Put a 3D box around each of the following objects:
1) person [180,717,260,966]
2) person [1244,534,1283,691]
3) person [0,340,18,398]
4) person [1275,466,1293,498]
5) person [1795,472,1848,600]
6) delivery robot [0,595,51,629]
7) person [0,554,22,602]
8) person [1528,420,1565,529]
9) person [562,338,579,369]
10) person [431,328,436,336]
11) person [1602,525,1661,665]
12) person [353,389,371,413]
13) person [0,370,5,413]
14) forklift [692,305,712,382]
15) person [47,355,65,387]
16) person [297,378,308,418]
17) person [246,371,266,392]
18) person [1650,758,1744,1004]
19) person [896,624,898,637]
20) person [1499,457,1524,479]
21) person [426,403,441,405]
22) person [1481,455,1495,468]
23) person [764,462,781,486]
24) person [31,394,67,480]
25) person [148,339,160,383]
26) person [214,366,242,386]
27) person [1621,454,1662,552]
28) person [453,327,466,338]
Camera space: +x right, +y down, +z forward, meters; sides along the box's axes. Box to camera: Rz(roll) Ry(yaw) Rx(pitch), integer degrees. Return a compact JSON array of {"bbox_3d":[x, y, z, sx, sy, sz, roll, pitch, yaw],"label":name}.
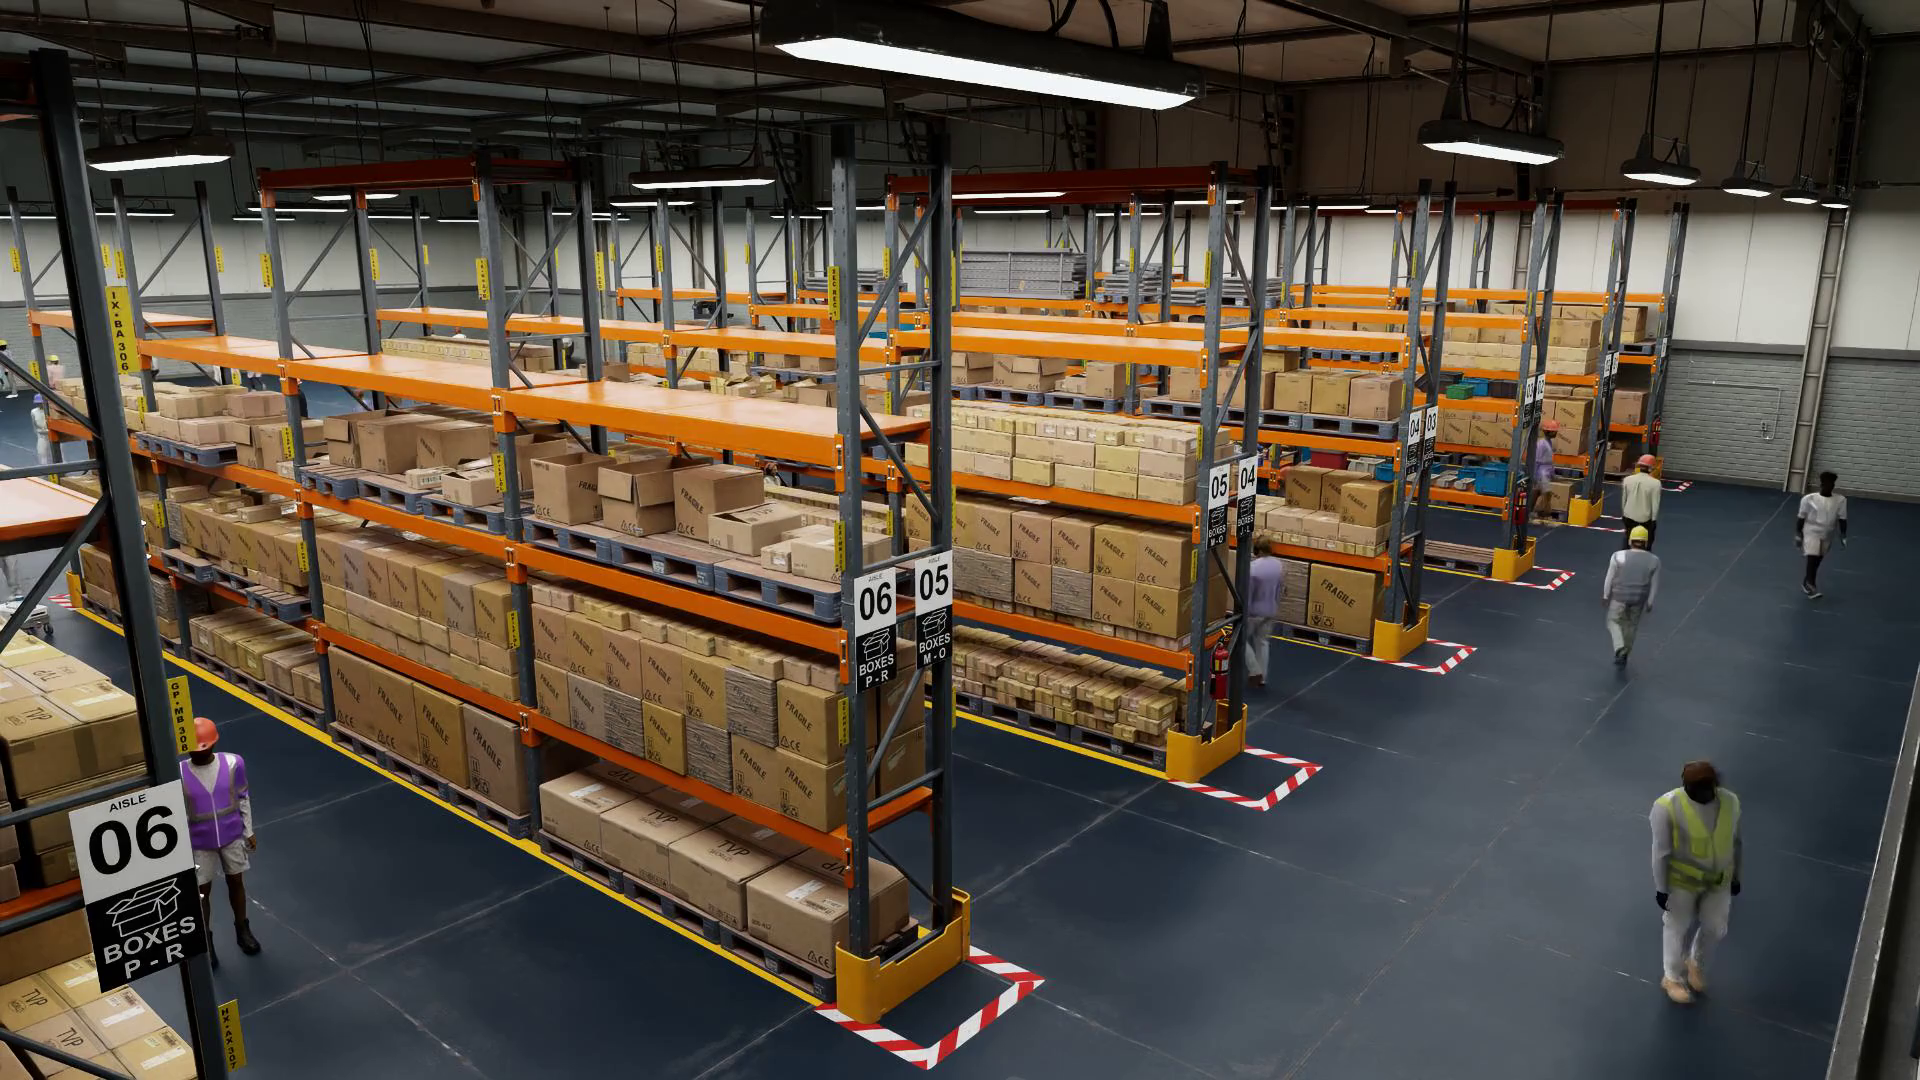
[{"bbox_3d":[-5.571,2.231,9.419,0.549,1.933,0.373,-12,18,-41],"label":"person"},{"bbox_3d":[3.552,0.864,15.069,0.649,1.919,0.448,-9,17,-34],"label":"person"},{"bbox_3d":[-31.940,-5.739,42.222,0.366,1.926,0.592,-7,15,-27],"label":"person"},{"bbox_3d":[4.948,-0.143,19.096,0.447,1.973,0.641,2,14,10],"label":"person"},{"bbox_3d":[12.953,-0.067,18.910,0.608,1.911,0.997,3,14,11],"label":"person"},{"bbox_3d":[-12.842,1.003,17.240,0.707,0.478,0.477,6,15,22],"label":"delivery robot"},{"bbox_3d":[-14.228,0.104,18.676,0.498,1.692,0.931,-5,14,-18],"label":"person"},{"bbox_3d":[10.999,-1.213,23.413,0.884,2.014,0.637,11,17,37],"label":"person"},{"bbox_3d":[-15.174,-7.338,48.652,0.564,2.000,0.704,-2,14,-8],"label":"person"},{"bbox_3d":[-21.572,-7.840,51.475,0.499,1.634,0.285,0,14,-1],"label":"person"},{"bbox_3d":[8.461,0.717,15.887,0.607,1.818,0.611,3,14,12],"label":"person"},{"bbox_3d":[-14.227,-2.681,29.901,0.911,1.797,0.586,-4,14,-14],"label":"person"},{"bbox_3d":[-29.450,-4.675,38.371,0.665,1.658,0.551,7,15,27],"label":"person"},{"bbox_3d":[-9.511,-7.392,47.124,1.873,2.768,1.129,11,17,38],"label":"forklift"},{"bbox_3d":[-28.091,-4.888,39.135,0.873,1.730,0.536,6,15,24],"label":"person"},{"bbox_3d":[-16.135,-2.988,30.765,0.382,1.995,0.612,-6,15,-24],"label":"person"},{"bbox_3d":[-24.283,-5.890,43.353,0.582,1.682,0.540,8,16,29],"label":"person"},{"bbox_3d":[5.212,2.417,8.943,0.696,1.817,0.433,1,14,3],"label":"person"},{"bbox_3d":[-0.811,1.325,13.200,0.939,1.916,0.616,7,15,27],"label":"person"},{"bbox_3d":[11.615,-1.824,26.398,0.606,1.802,0.689,-10,17,-36],"label":"person"},{"bbox_3d":[-14.925,-4.137,35.673,0.408,1.907,0.653,13,19,43],"label":"person"},{"bbox_3d":[10.994,-1.828,26.274,0.436,1.857,0.553,12,18,40],"label":"person"},{"bbox_3d":[-3.178,-0.512,21.321,0.310,1.638,0.523,5,15,21],"label":"person"},{"bbox_3d":[-20.392,-2.303,28.110,0.619,1.916,0.823,-2,14,-9],"label":"person"},{"bbox_3d":[-29.150,-6.408,45.459,0.368,1.682,0.554,-10,17,-35],"label":"person"},{"bbox_3d":[-22.376,-4.815,38.564,0.667,1.864,0.958,-5,14,-19],"label":"person"},{"bbox_3d":[10.930,-0.402,20.159,0.704,1.970,0.653,-9,16,-33],"label":"person"},{"bbox_3d":[-19.324,-7.288,48.676,0.355,1.887,0.573,8,16,30],"label":"person"}]
